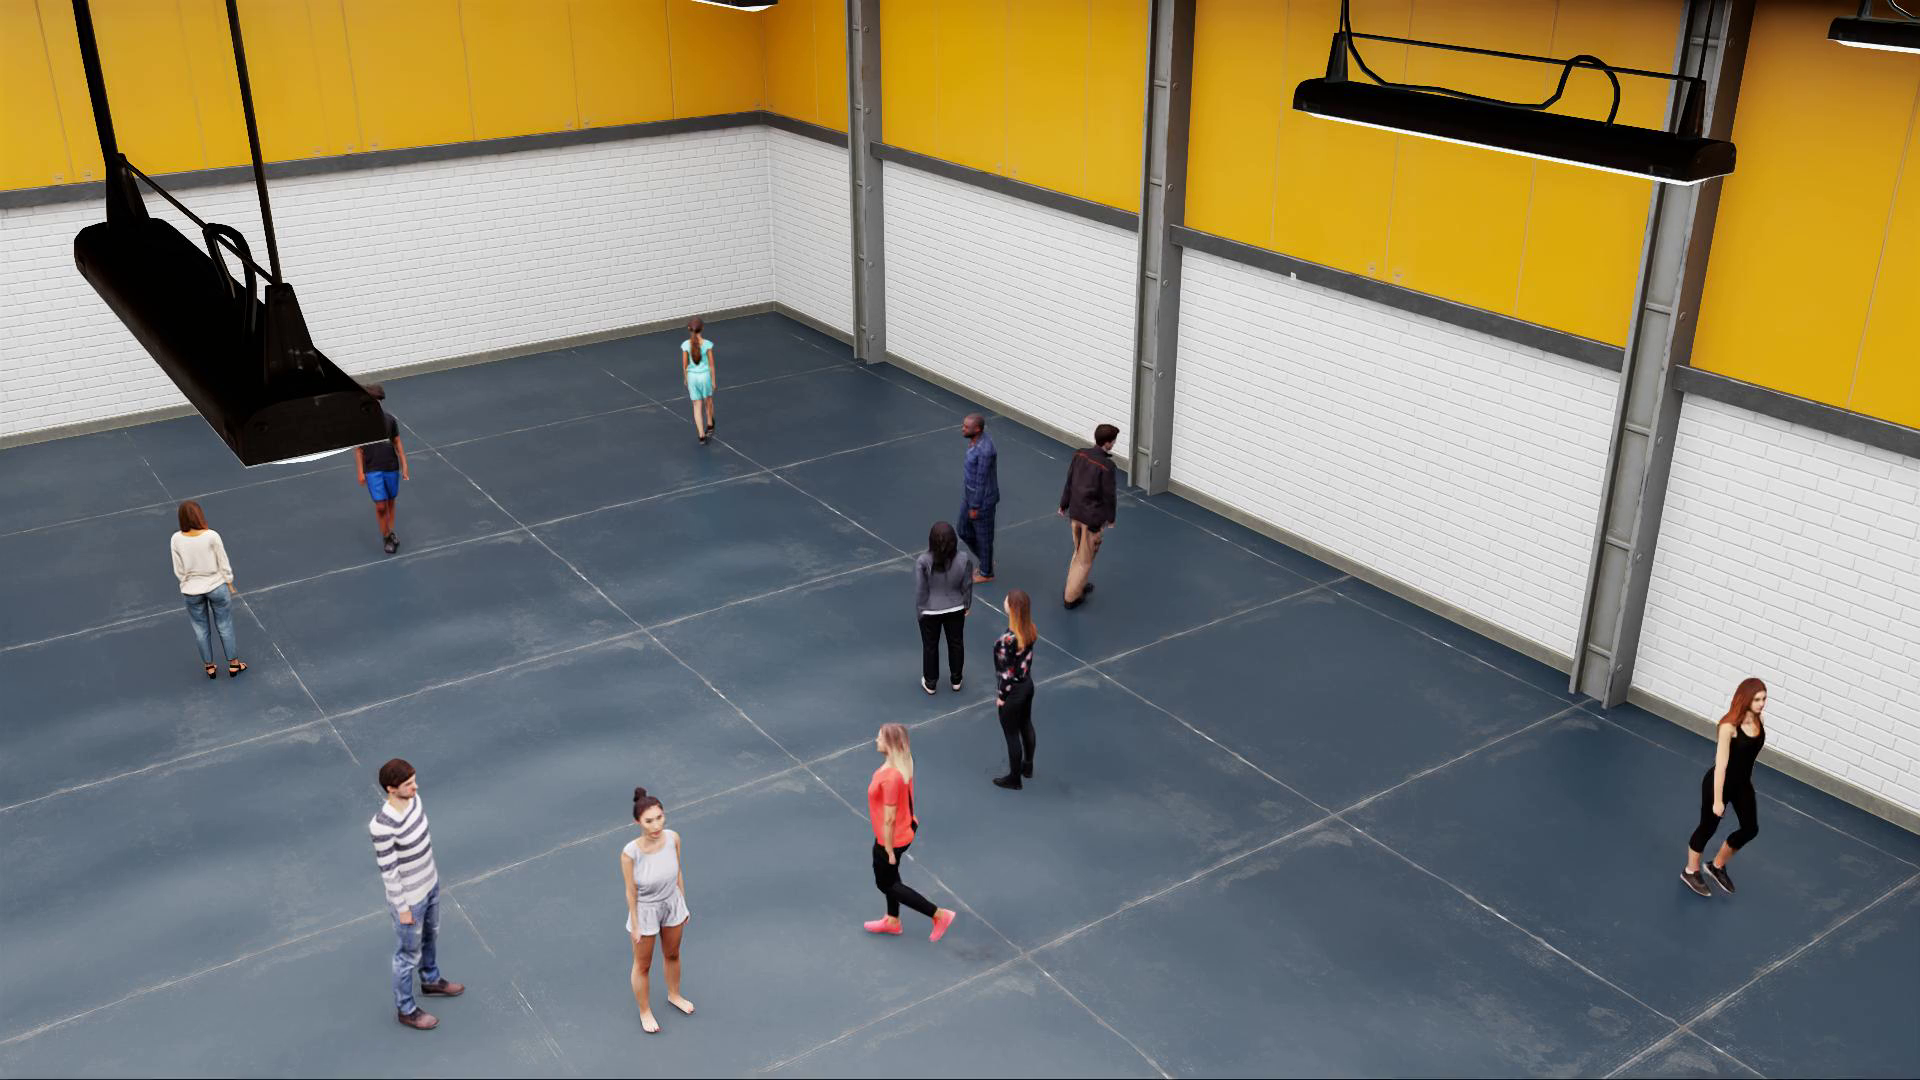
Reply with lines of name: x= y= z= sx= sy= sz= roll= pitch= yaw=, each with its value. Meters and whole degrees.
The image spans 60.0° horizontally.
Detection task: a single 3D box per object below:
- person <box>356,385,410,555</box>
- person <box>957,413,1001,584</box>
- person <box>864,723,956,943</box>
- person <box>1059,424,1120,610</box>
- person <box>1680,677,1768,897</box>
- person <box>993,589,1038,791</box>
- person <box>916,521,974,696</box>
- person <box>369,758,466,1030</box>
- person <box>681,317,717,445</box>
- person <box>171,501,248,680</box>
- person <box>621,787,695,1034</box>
person: x=-6.040 y=-0.775 z=17.275 sx=0.626 sy=1.784 sz=0.700 roll=-16 pitch=28 yaw=-32
person: x=0.289 y=-0.403 z=16.400 sx=0.804 sy=1.803 sz=0.677 roll=-5 pitch=24 yaw=-12
person: x=-0.349 y=1.984 z=11.096 sx=0.979 sy=1.677 sz=0.920 roll=4 pitch=24 yaw=10
person: x=1.172 y=-0.179 z=15.785 sx=0.745 sy=1.885 sz=0.894 roll=17 pitch=29 yaw=33
person: x=5.337 y=1.700 z=11.704 sx=0.658 sy=1.711 sz=0.695 roll=-7 pitch=25 yaw=-16
person: x=0.443 y=1.155 z=12.986 sx=0.634 sy=1.683 sz=0.646 roll=13 pitch=27 yaw=28
person: x=-0.154 y=0.575 z=14.419 sx=0.753 sy=1.598 sz=0.767 roll=-6 pitch=24 yaw=-13
person: x=-3.457 y=2.181 z=10.432 sx=0.766 sy=1.849 sz=0.713 roll=5 pitch=24 yaw=11
person: x=-3.171 y=-1.921 z=20.205 sx=0.842 sy=1.537 sz=0.991 roll=-1 pitch=24 yaw=-3
person: x=-6.639 y=0.433 z=14.638 sx=0.697 sy=1.683 sz=0.695 roll=-3 pitch=24 yaw=-7
person: x=-1.912 y=2.312 z=10.436 sx=0.582 sy=1.605 sz=0.577 roll=-19 pitch=30 yaw=-37
